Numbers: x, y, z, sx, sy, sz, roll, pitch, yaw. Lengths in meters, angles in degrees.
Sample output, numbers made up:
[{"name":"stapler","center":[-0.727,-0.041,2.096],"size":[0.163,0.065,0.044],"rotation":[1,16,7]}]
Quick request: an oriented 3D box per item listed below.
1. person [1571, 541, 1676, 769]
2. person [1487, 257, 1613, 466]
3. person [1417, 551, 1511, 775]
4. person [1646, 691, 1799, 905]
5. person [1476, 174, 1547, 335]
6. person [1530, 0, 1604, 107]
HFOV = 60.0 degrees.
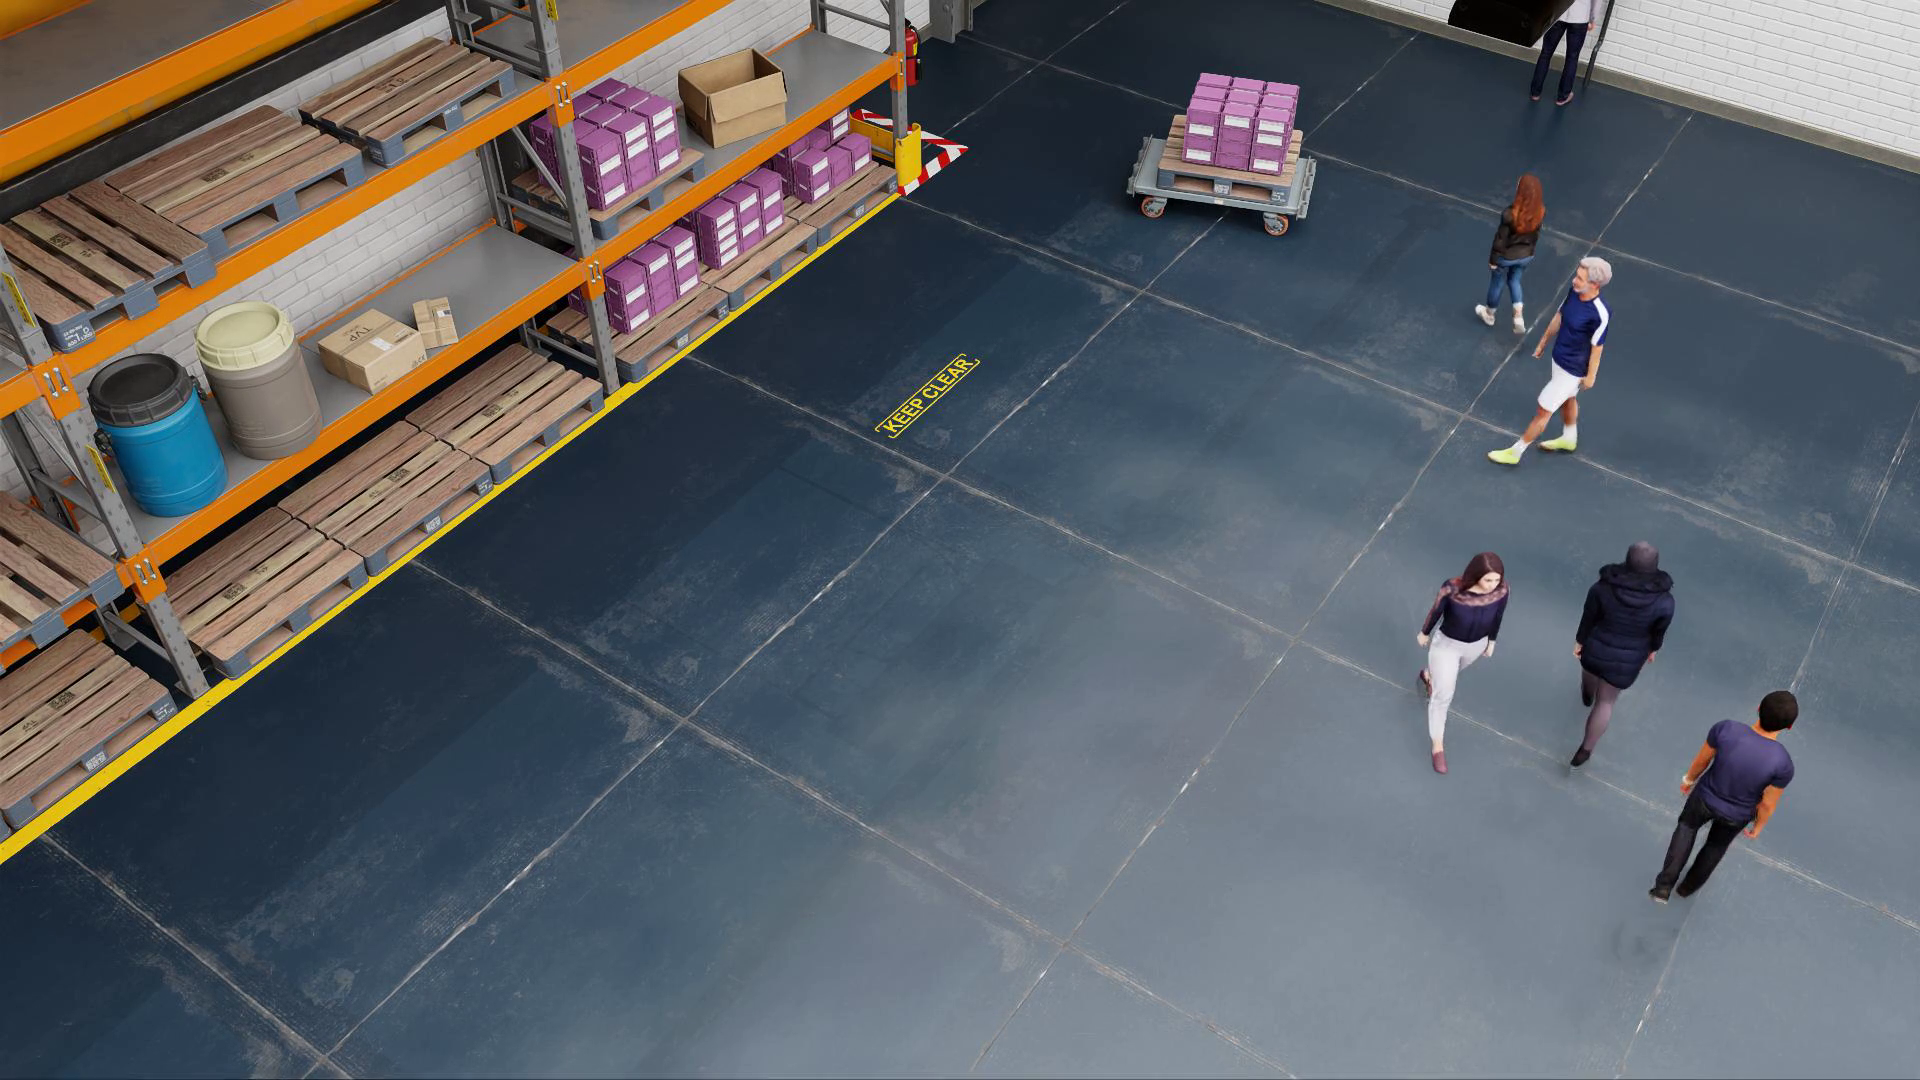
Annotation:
[{"name":"person","center":[4.068,0.734,10.378],"size":[0.827,1.629,1.170],"rotation":[18,46,18]},{"name":"person","center":[4.641,-1.330,12.417],"size":[1.118,1.803,1.070],"rotation":[-6,44,-6]},{"name":"person","center":[3.143,0.624,10.541],"size":[1.041,1.563,1.152],"rotation":[-3,44,-3]},{"name":"person","center":[4.293,1.533,9.431],"size":[0.678,1.777,0.825],"rotation":[30,51,28]},{"name":"person","center":[4.593,-2.330,13.705],"size":[0.832,1.474,0.883],"rotation":[-9,44,-9]},{"name":"person","center":[6.039,-5.206,16.451],"size":[0.701,1.853,0.612],"rotation":[20,47,20]}]
